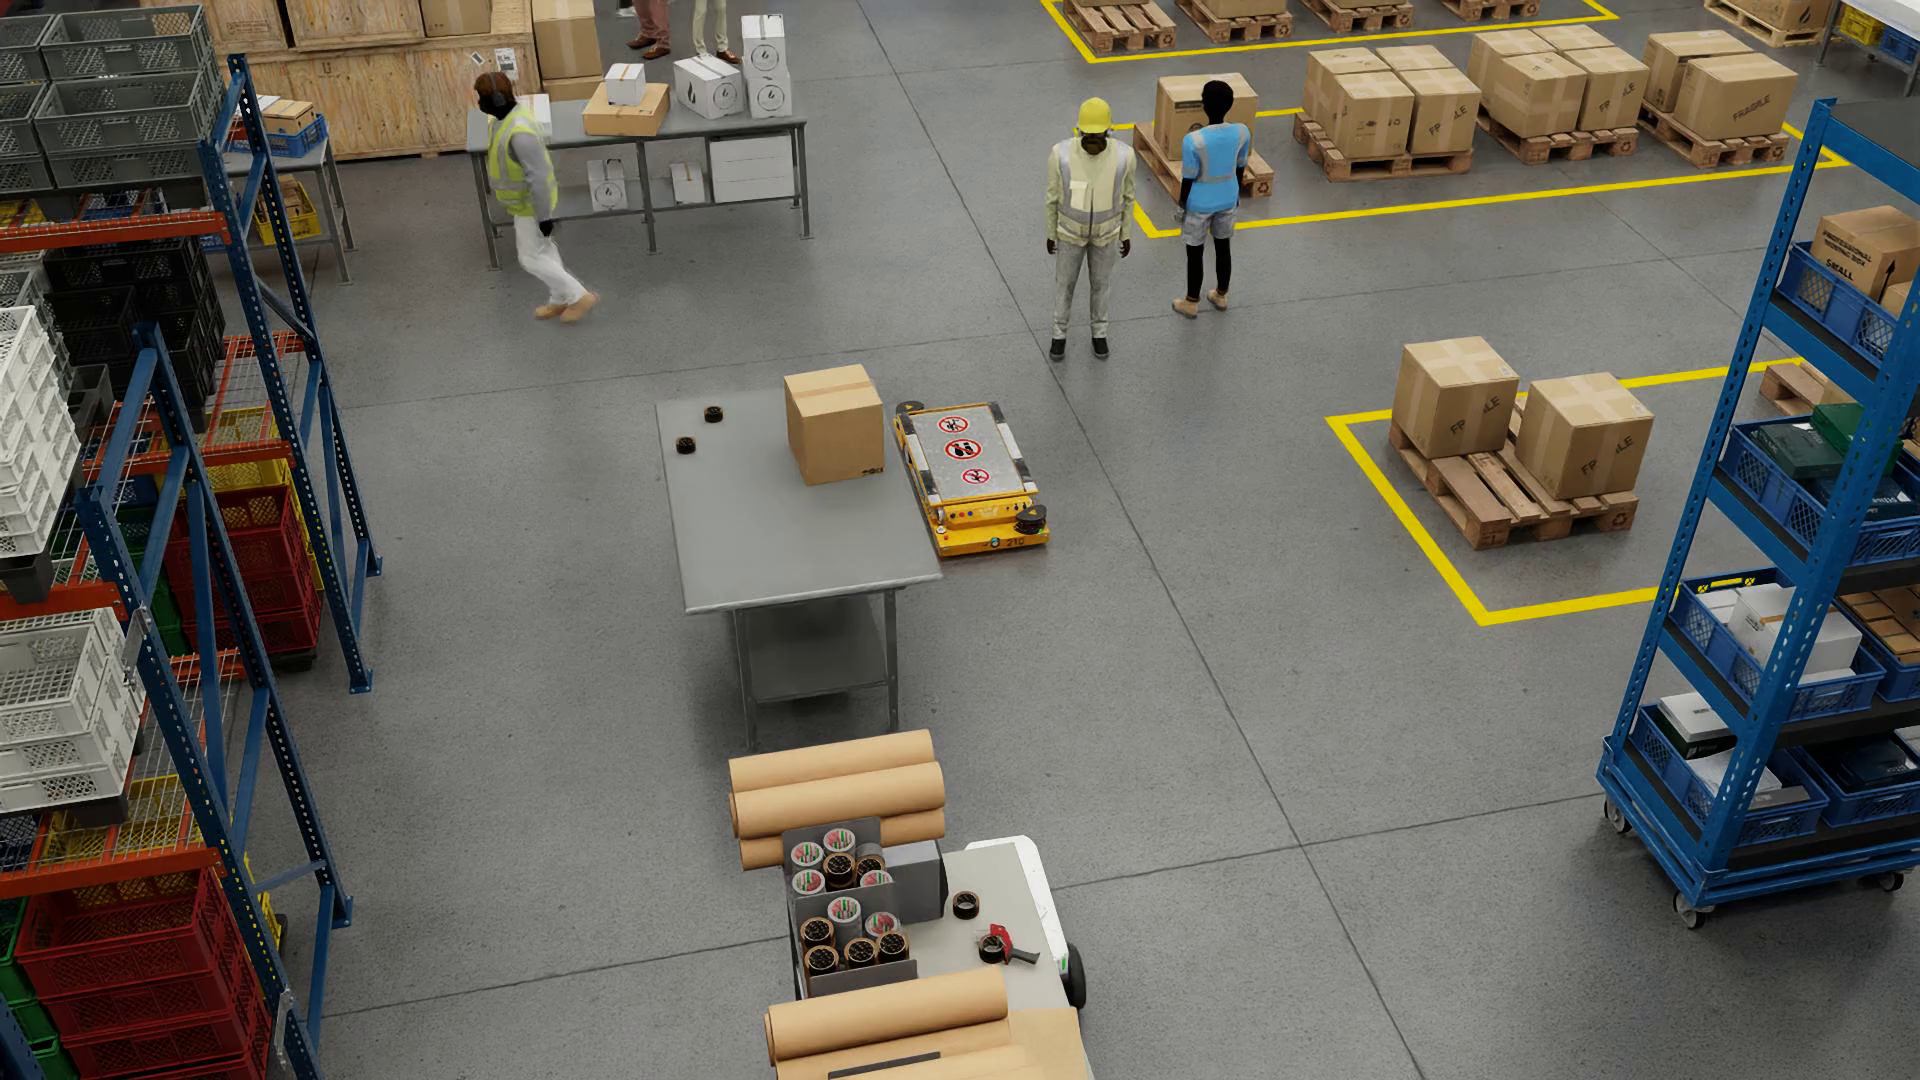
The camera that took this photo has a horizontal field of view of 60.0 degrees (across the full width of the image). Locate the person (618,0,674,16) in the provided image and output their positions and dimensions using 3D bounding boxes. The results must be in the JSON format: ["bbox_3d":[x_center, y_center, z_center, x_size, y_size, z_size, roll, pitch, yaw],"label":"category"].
[{"bbox_3d":[-3.154,-6.159,16.474,0.784,1.871,0.610,-19,41,-24],"label":"person"}]

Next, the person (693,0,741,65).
[{"bbox_3d":[-2.308,-5.263,15.284,0.509,1.862,0.333,-26,44,-30],"label":"person"}]

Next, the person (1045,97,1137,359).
[{"bbox_3d":[0.852,-2.038,10.979,0.592,1.823,0.404,0,37,1],"label":"person"}]

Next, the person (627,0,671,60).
[{"bbox_3d":[-2.954,-5.496,15.569,0.404,1.900,0.676,-24,43,-29],"label":"person"}]

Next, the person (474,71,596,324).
[{"bbox_3d":[-2.925,-2.321,11.368,0.517,1.813,0.661,-13,39,-17],"label":"person"}]

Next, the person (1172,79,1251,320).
[{"bbox_3d":[1.722,-2.342,11.490,0.540,1.696,0.317,-16,40,-20],"label":"person"}]

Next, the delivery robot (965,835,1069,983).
[{"bbox_3d":[0.225,1.590,7.082,0.477,0.478,0.707,-7,37,-9],"label":"delivery robot"}]

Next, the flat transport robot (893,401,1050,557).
[{"bbox_3d":[0.046,-0.430,10.108,0.652,0.197,1.431,-8,37,-10],"label":"flat transport robot"}]
